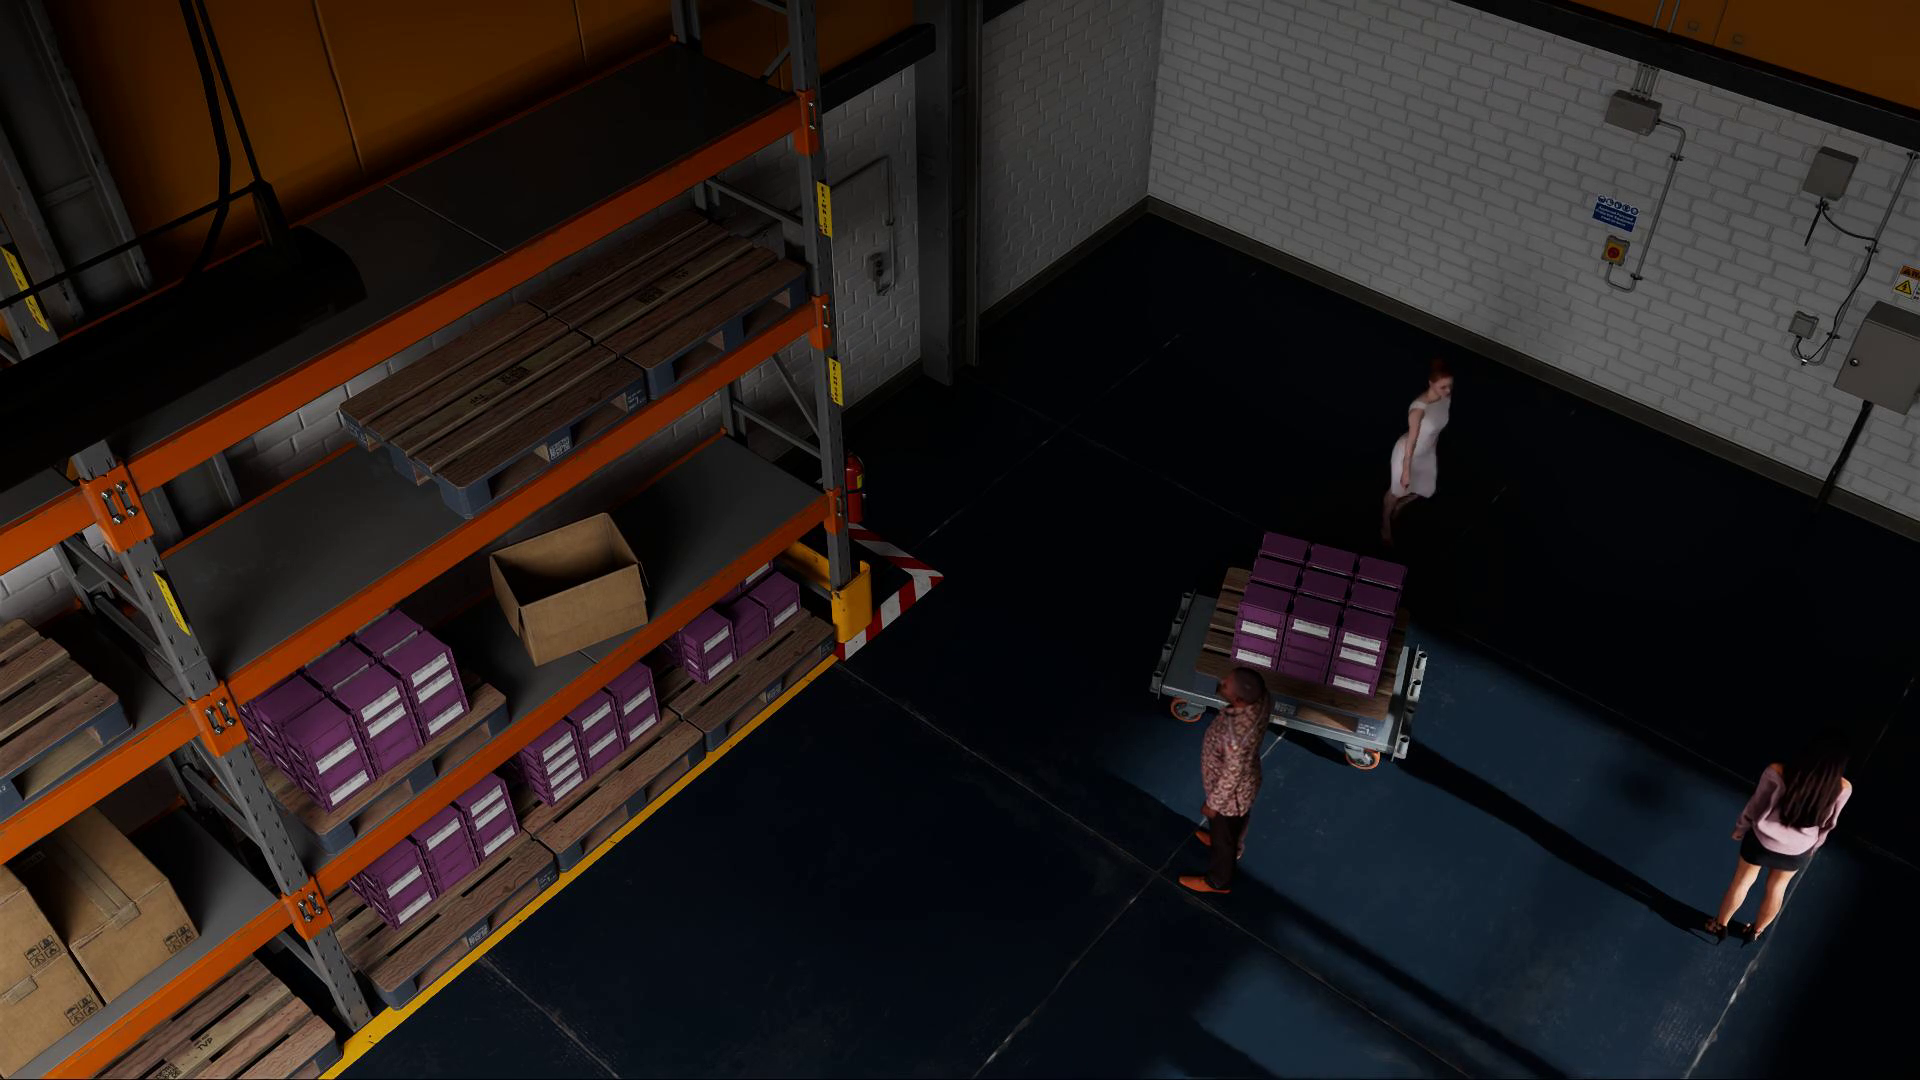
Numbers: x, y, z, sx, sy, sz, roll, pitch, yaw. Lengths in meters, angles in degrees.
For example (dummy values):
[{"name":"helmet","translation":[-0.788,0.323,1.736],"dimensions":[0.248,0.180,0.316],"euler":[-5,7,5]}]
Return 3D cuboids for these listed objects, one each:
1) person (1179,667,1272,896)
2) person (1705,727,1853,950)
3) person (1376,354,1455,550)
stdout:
[{"name":"person","translation":[1.557,1.356,9.456],"dimensions":[0.800,1.808,0.622],"euler":[18,47,18]},{"name":"person","translation":[4.494,1.661,9.134],"dimensions":[0.676,1.811,0.641],"euler":[14,45,14]},{"name":"person","translation":[3.096,-0.615,11.549],"dimensions":[0.672,1.776,0.738],"euler":[-27,50,-25]}]
